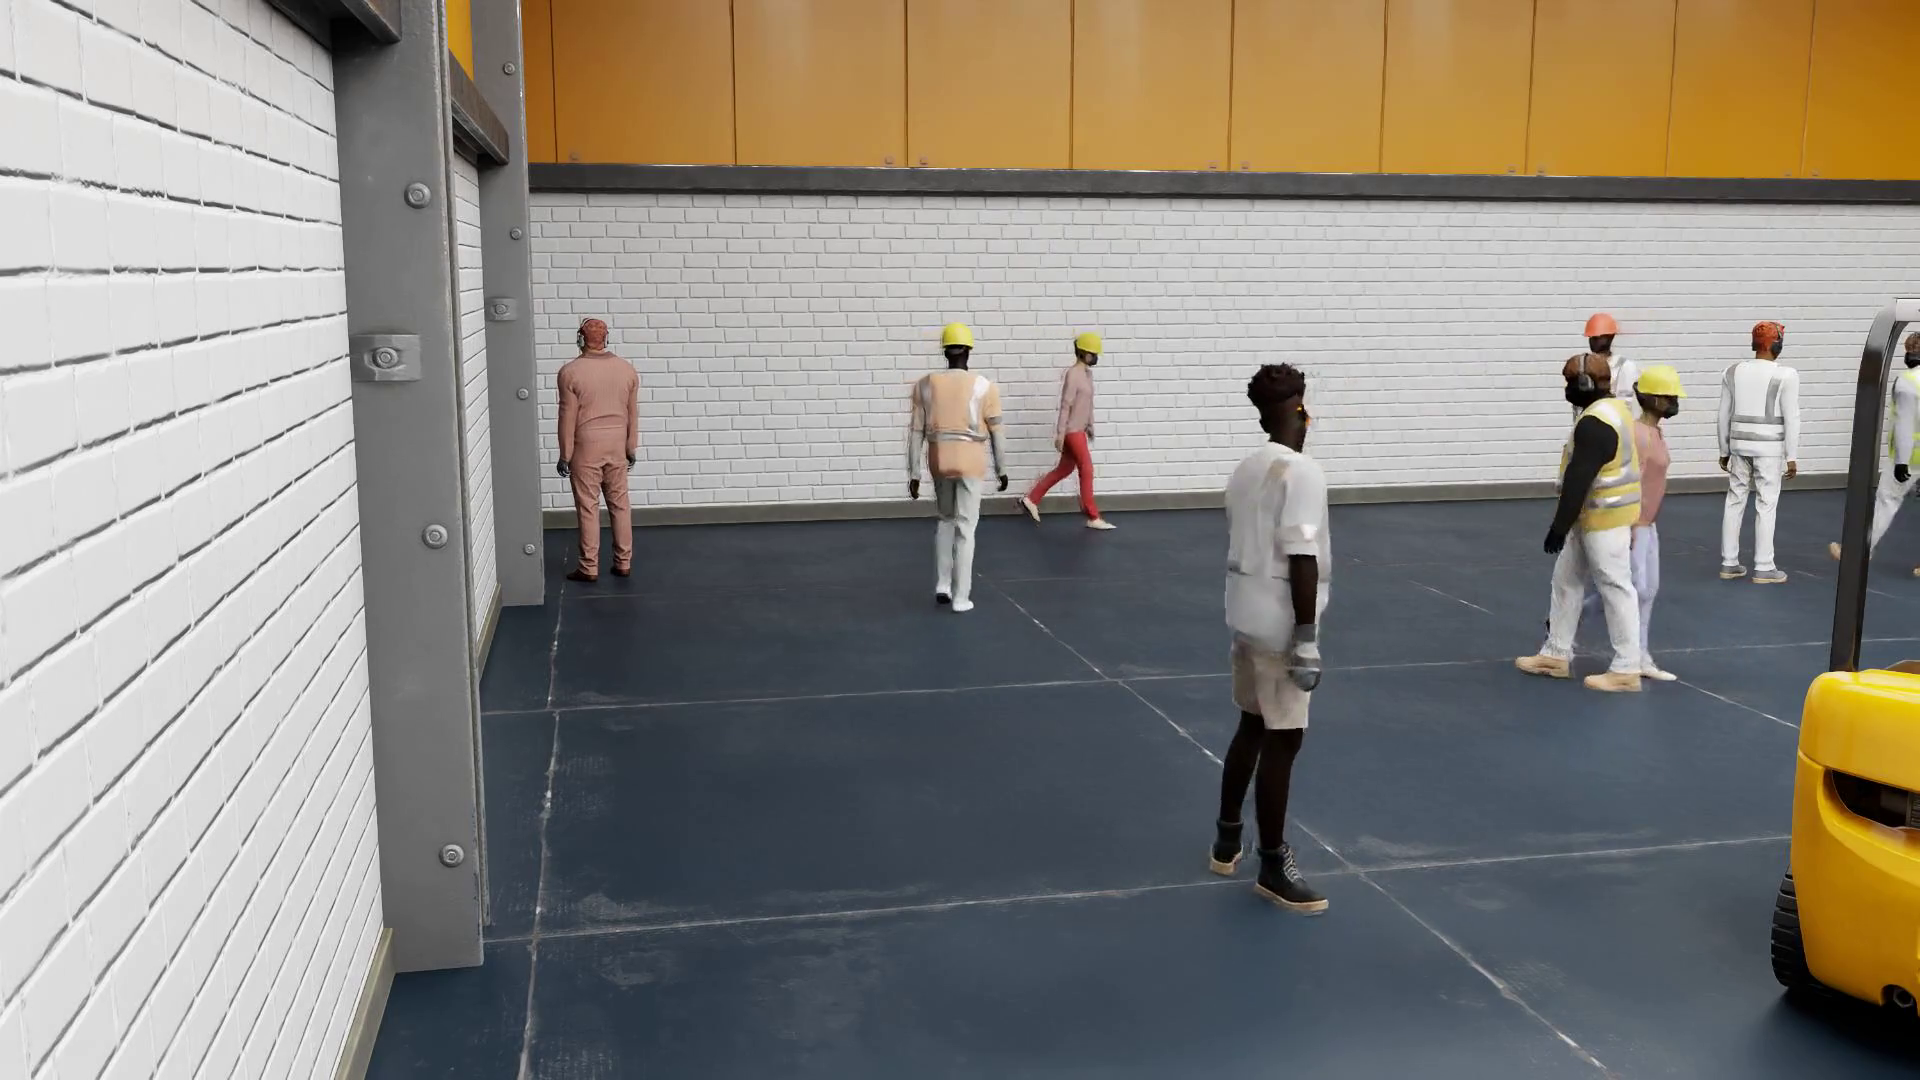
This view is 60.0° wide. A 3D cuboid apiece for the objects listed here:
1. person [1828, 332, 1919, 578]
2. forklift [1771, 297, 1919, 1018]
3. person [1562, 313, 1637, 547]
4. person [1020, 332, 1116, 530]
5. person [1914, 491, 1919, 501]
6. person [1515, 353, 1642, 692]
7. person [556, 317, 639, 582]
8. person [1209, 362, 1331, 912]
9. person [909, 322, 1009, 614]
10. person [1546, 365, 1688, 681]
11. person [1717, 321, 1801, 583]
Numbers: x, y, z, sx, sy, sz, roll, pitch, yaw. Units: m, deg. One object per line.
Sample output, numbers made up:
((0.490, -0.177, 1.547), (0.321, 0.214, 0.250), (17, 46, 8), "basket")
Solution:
((6.940, -0.623, 12.208), (0.665, 1.794, 0.925), (-4, 10, -23), "person")
((3.542, 0.334, 5.177), (2.313, 2.155, 1.214), (-9, 13, -43), "forklift")
((5.206, -0.878, 13.437), (0.845, 1.910, 0.551), (-7, 12, -37), "person")
((0.937, -0.958, 14.474), (0.839, 1.722, 0.544), (3, 10, 20), "person")
((9.525, -1.285, 16.129), (0.404, 1.836, 0.598), (6, 11, 33), "person")
((3.345, -0.096, 8.960), (0.784, 1.799, 0.656), (4, 10, 23), "person")
((-2.635, -0.650, 12.048), (0.651, 1.907, 0.409), (-9, 13, -42), "person")
((1.149, 0.336, 6.002), (0.368, 1.927, 0.702), (-2, 9, -11), "person")
((-0.008, -0.479, 11.006), (0.601, 1.902, 0.588), (3, 10, 18), "person")
((3.645, -0.098, 9.158), (0.597, 1.747, 0.536), (6, 11, 33), "person")
((5.758, -0.632, 12.002), (0.342, 1.883, 0.587), (-6, 11, -34), "person")
